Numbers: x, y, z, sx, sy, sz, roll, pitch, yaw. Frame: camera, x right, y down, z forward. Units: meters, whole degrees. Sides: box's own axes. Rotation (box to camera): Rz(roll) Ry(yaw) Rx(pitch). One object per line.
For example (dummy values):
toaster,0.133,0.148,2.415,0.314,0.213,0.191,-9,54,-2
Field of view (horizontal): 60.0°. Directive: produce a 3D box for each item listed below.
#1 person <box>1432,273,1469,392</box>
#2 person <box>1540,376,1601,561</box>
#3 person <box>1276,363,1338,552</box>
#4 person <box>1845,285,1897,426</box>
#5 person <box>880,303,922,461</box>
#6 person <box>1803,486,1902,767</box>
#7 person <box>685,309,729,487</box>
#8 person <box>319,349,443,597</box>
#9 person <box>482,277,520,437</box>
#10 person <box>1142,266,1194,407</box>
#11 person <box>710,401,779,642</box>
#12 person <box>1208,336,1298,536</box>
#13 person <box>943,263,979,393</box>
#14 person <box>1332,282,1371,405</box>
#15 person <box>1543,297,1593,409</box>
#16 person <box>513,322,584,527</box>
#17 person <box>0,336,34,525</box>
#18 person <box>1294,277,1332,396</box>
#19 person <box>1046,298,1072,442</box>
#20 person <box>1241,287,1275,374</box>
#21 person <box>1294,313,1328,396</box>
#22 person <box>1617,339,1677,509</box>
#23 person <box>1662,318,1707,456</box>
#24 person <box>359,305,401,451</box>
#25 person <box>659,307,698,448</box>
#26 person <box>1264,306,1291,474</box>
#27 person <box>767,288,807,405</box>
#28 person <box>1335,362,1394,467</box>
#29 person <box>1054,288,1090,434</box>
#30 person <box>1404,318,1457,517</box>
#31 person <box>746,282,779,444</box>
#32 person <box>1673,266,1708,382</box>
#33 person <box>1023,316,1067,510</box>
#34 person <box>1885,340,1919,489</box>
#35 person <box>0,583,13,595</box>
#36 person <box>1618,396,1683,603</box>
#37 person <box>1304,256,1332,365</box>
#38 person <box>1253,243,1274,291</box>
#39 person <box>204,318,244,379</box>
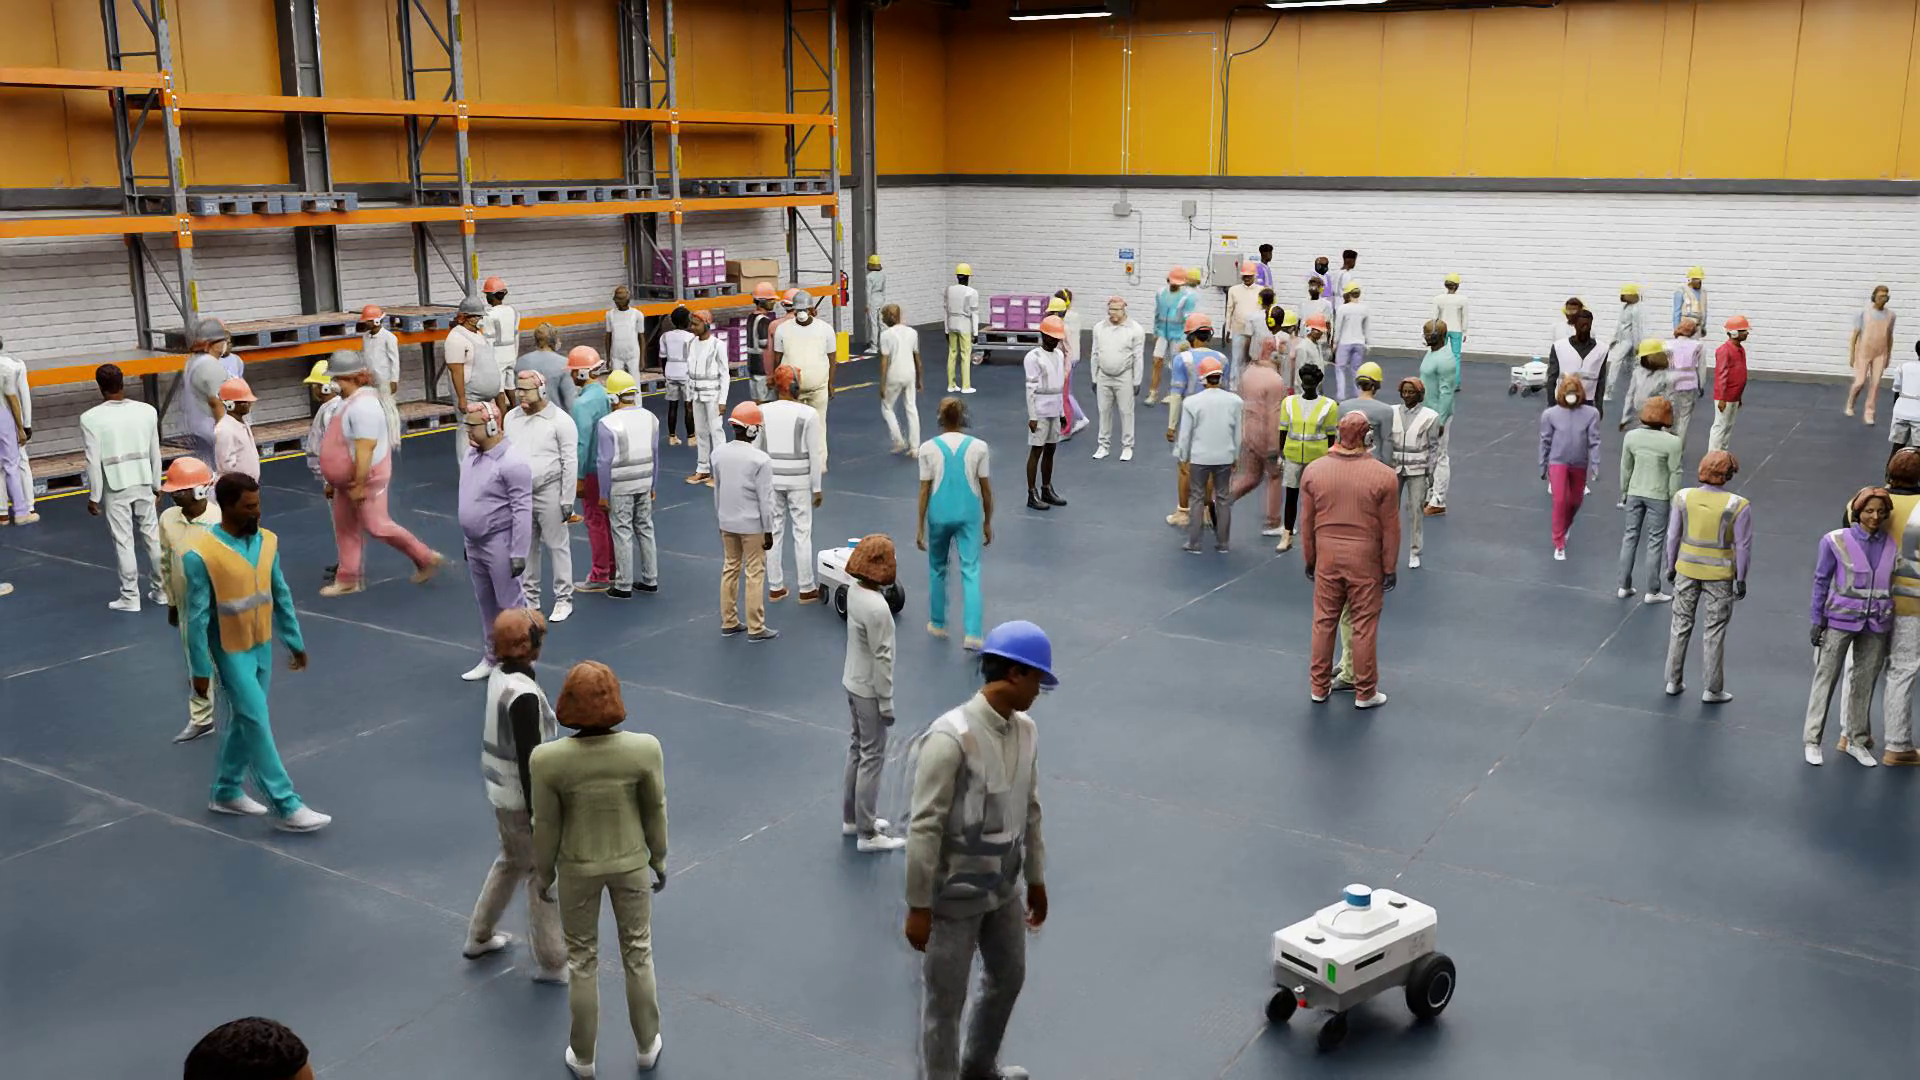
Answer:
person,7.310,-3.100,24.862,0.526,1.765,0.329,4,14,17
person,5.371,-0.669,14.707,0.510,1.595,0.794,2,13,10
person,3.052,-0.717,14.669,0.535,1.698,0.318,6,14,23
person,11.924,-2.425,21.776,0.528,1.835,0.511,2,13,7
person,-0.688,-1.829,19.249,0.621,1.803,0.615,-8,15,-32
person,5.134,0.497,9.531,0.525,1.639,0.307,1,13,4
person,-2.699,-1.510,17.697,0.584,1.882,0.337,10,16,38
person,-4.672,-0.566,13.263,0.884,2.000,0.689,-8,15,-30
person,-5.581,-2.156,20.153,0.370,2.044,0.608,5,14,23
person,2.896,-2.828,23.218,0.685,1.975,0.970,9,16,35
person,-1.544,-0.137,12.055,0.565,1.744,0.348,9,16,35
person,2.731,-0.938,15.271,0.766,1.871,0.653,-4,14,-16
person,0.025,-3.136,24.692,0.582,1.919,0.396,7,15,28
person,5.437,-2.709,23.219,0.725,1.740,0.524,-5,14,-20
person,7.135,-1.927,19.582,0.574,1.846,0.607,9,16,35
person,-3.893,-1.084,15.733,0.629,1.939,0.371,4,14,17
person,-9.153,-1.086,15.866,0.353,1.882,0.577,9,16,35
person,4.835,-2.673,22.826,0.577,1.854,0.341,9,16,35
person,1.200,-2.096,20.500,0.315,1.767,0.535,-5,14,-20
person,3.859,-2.254,21.017,0.555,1.850,0.382,2,13,7
person,3.952,-1.682,18.748,0.337,1.743,0.560,7,15,28
person,6.951,-1.184,16.733,0.892,1.686,0.473,-6,14,-25
person,8.389,-1.772,19.393,0.550,1.622,0.377,5,14,22
person,-6.916,-1.920,19.783,0.574,1.741,0.343,8,15,31
person,-3.356,-1.955,20.046,0.538,1.692,0.319,5,14,22
person,3.468,-1.652,18.360,0.327,1.865,0.517,6,14,25
person,-1.900,-1.879,19.057,0.626,1.992,0.387,6,14,25
person,3.448,-0.638,14.199,0.527,1.761,0.343,11,17,40
person,1.400,-2.290,21.187,0.707,1.839,0.602,9,16,34
person,4.621,-1.192,16.206,0.379,1.937,0.629,0,13,2
person,-2.281,-1.978,19.380,0.397,2.043,0.609,-6,14,-23
person,11.186,-3.274,25.485,0.595,1.828,0.403,-5,14,-20
person,0.881,-1.269,16.560,0.374,1.928,0.543,11,17,40
person,9.767,-1.248,16.999,0.319,1.687,0.539,-7,15,-27
person,-7.938,-0.522,13.167,0.613,1.995,0.391,3,13,15
person,5.430,-0.320,13.090,0.281,1.632,0.503,-10,16,-36
person,6.002,-3.823,27.855,0.628,1.835,0.430,-12,18,-42
person,5.359,-4.259,29.442,0.361,1.963,0.613,5,14,20
person,-7.176,-1.178,16.140,0.356,1.939,0.543,4,13,15
